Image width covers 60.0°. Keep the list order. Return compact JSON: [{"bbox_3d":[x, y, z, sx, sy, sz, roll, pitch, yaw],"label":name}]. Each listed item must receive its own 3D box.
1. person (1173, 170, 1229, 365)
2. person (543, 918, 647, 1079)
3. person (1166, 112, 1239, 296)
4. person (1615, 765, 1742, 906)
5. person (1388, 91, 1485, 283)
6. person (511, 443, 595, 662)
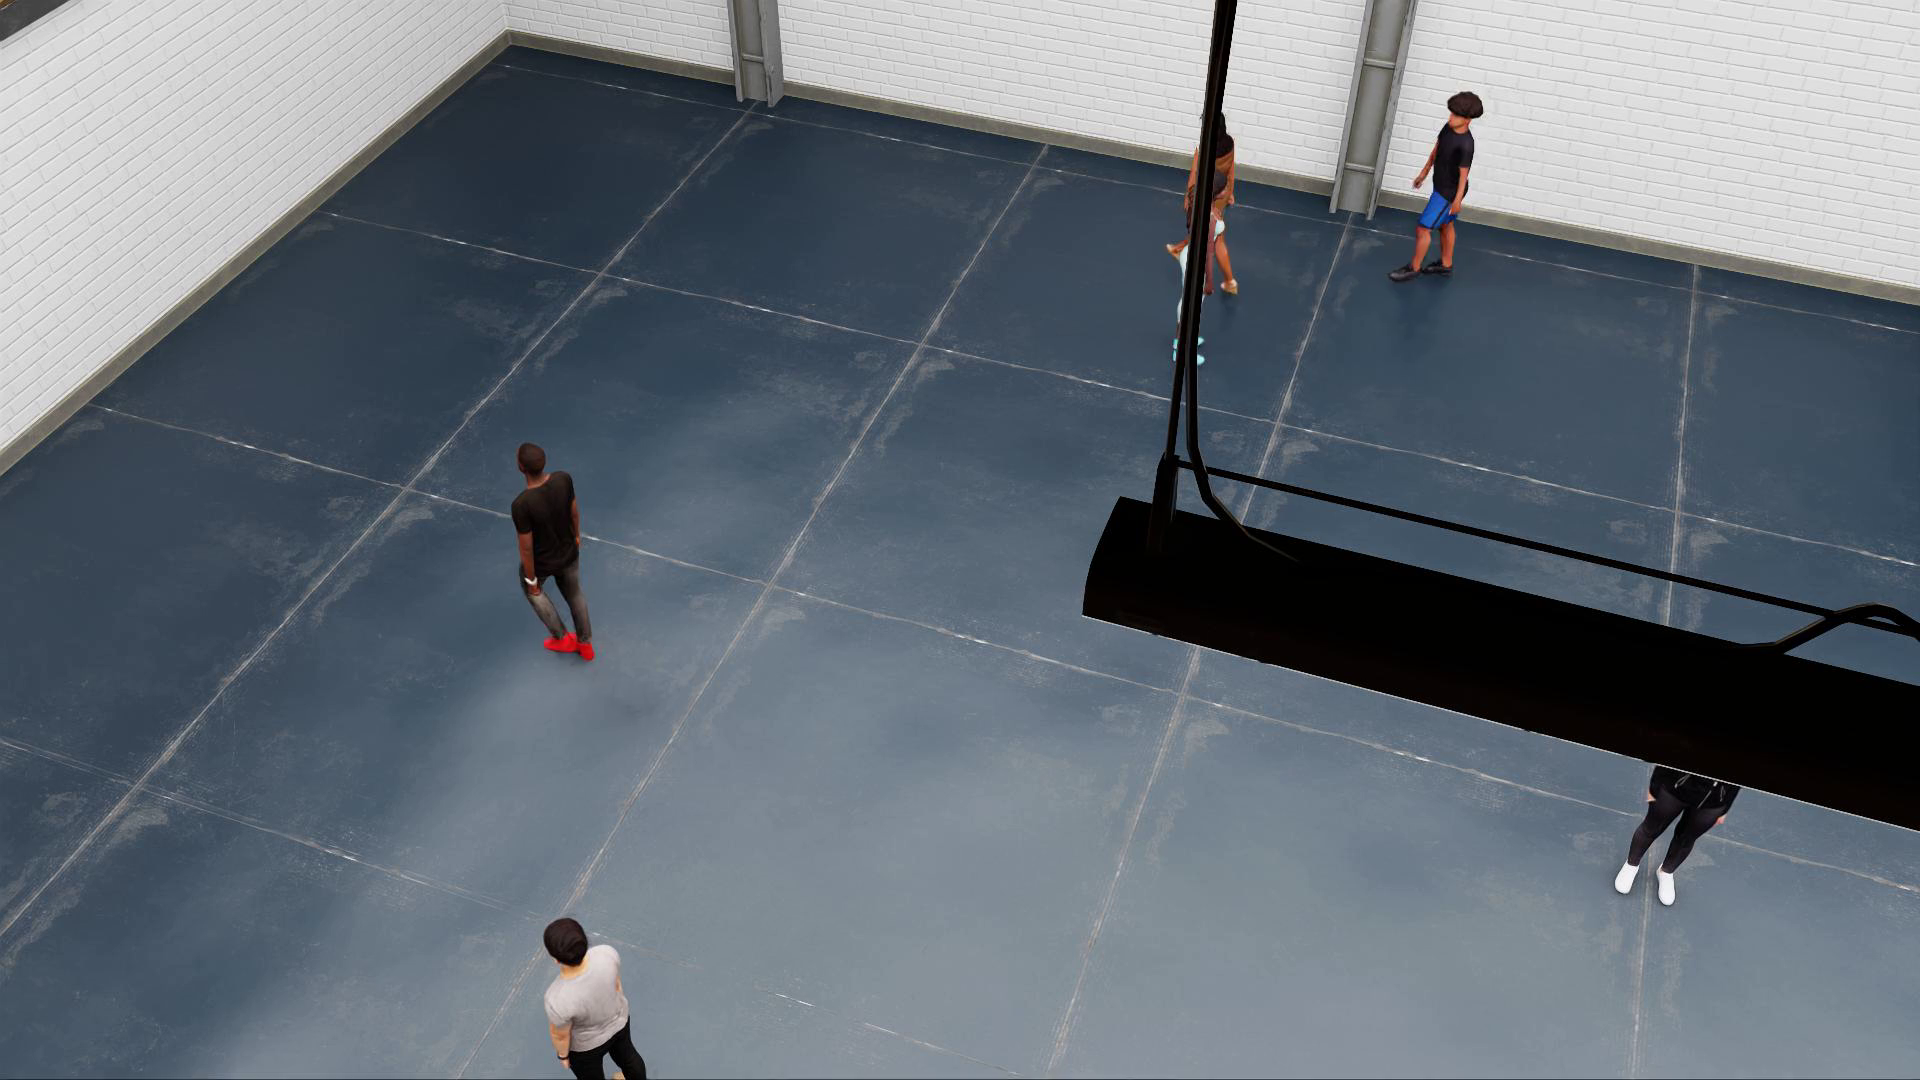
[{"bbox_3d":[1.865,-2.159,13.119,0.661,1.725,0.645,-4,44,-4],"label":"person"},{"bbox_3d":[-1.815,2.435,8.301,0.643,1.718,0.660,30,51,28],"label":"person"},{"bbox_3d":[2.145,-2.757,13.819,0.942,1.625,1.165,-28,50,-26],"label":"person"},{"bbox_3d":[4.121,1.431,9.378,0.448,1.686,0.664,14,45,14],"label":"person"},{"bbox_3d":[4.164,-2.940,13.904,0.926,1.772,0.791,0,44,0],"label":"person"},{"bbox_3d":[-2.557,0.143,10.652,0.762,1.793,0.763,31,52,28],"label":"person"}]
